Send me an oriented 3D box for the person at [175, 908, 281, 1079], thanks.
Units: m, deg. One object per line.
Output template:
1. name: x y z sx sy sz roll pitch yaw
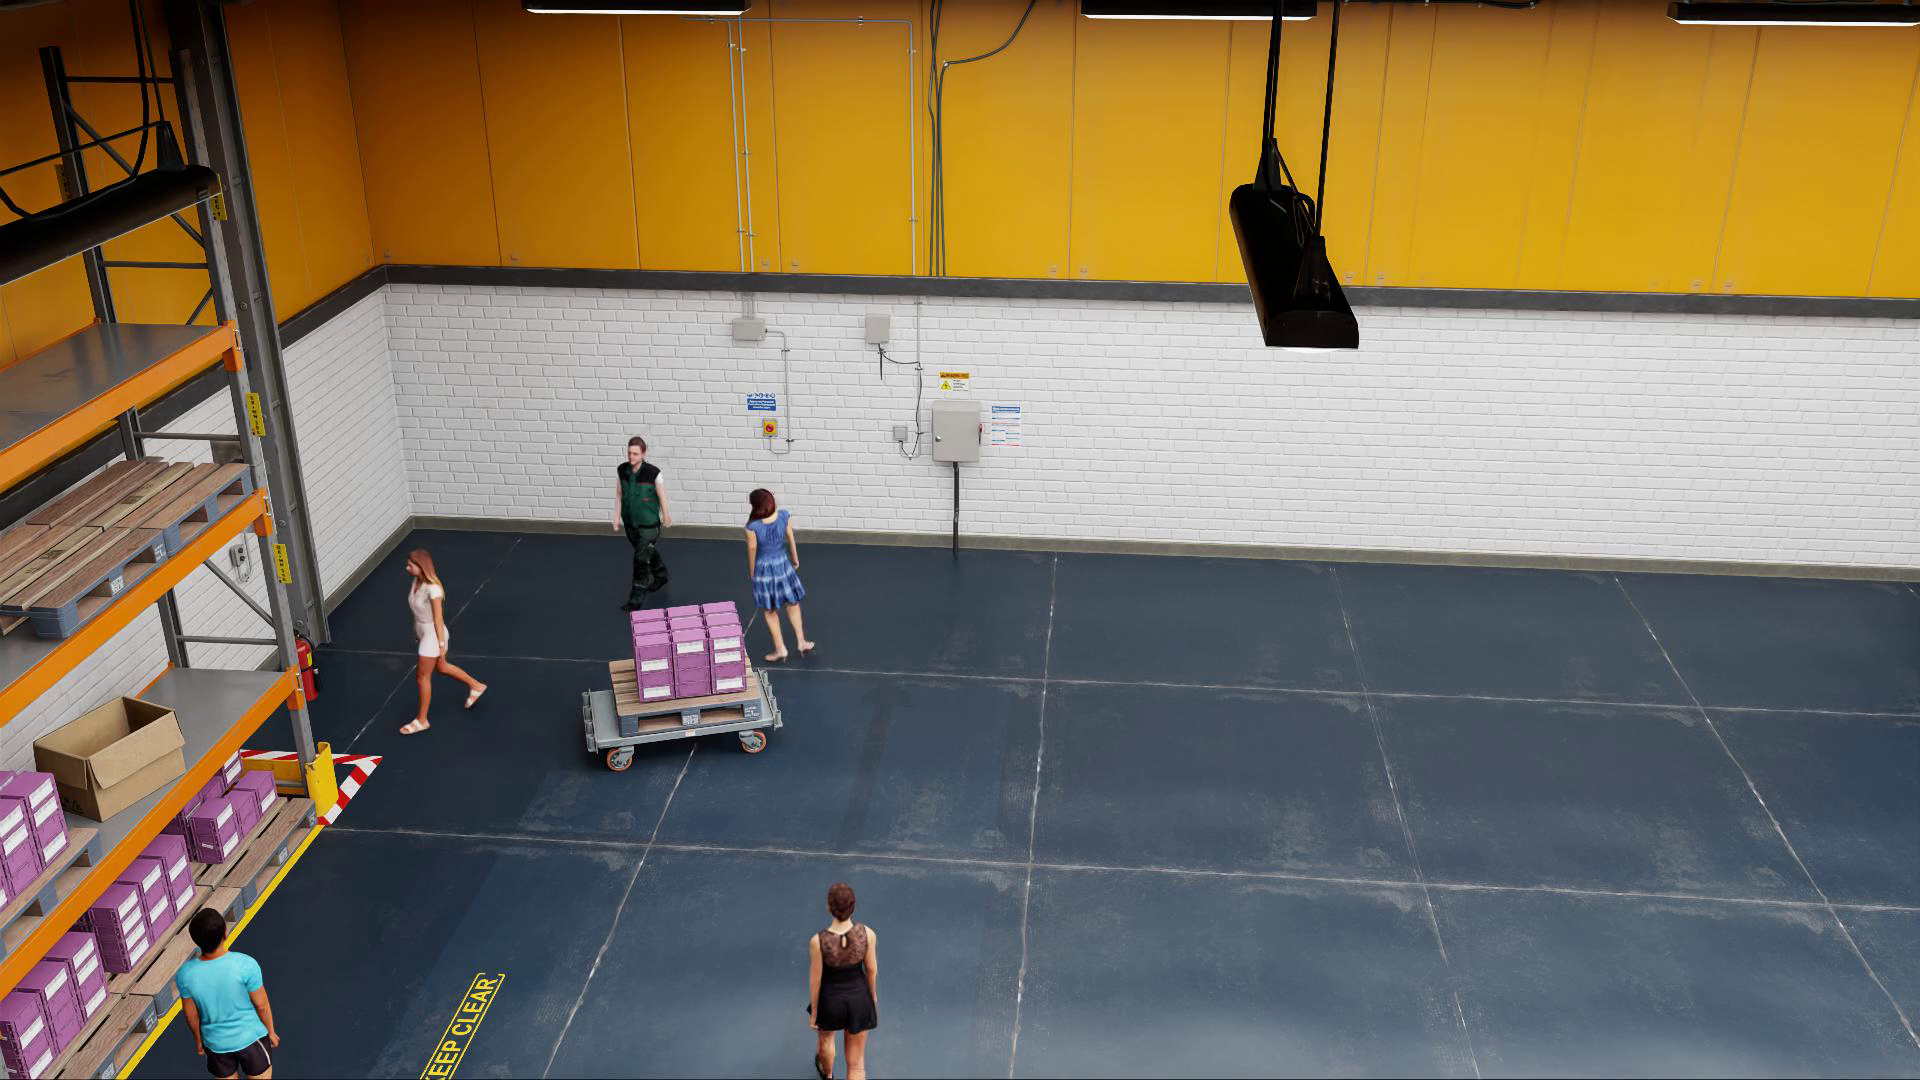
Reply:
1. person: -4.237 2.916 9.713 0.670 1.776 0.621 -5 24 -11

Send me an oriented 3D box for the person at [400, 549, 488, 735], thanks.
1. person: -4.564 0.841 14.599 1.081 1.666 1.058 -16 28 -32

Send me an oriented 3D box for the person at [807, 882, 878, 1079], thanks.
1. person: -0.694 2.847 10.025 0.763 1.652 0.980 -5 24 -11

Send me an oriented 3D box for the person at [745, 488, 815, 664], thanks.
1. person: -1.716 0.331 15.615 0.851 1.786 0.891 -12 26 -25

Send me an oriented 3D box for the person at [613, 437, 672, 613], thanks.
1. person: -3.177 -0.202 16.836 0.895 1.784 1.253 10 25 21
